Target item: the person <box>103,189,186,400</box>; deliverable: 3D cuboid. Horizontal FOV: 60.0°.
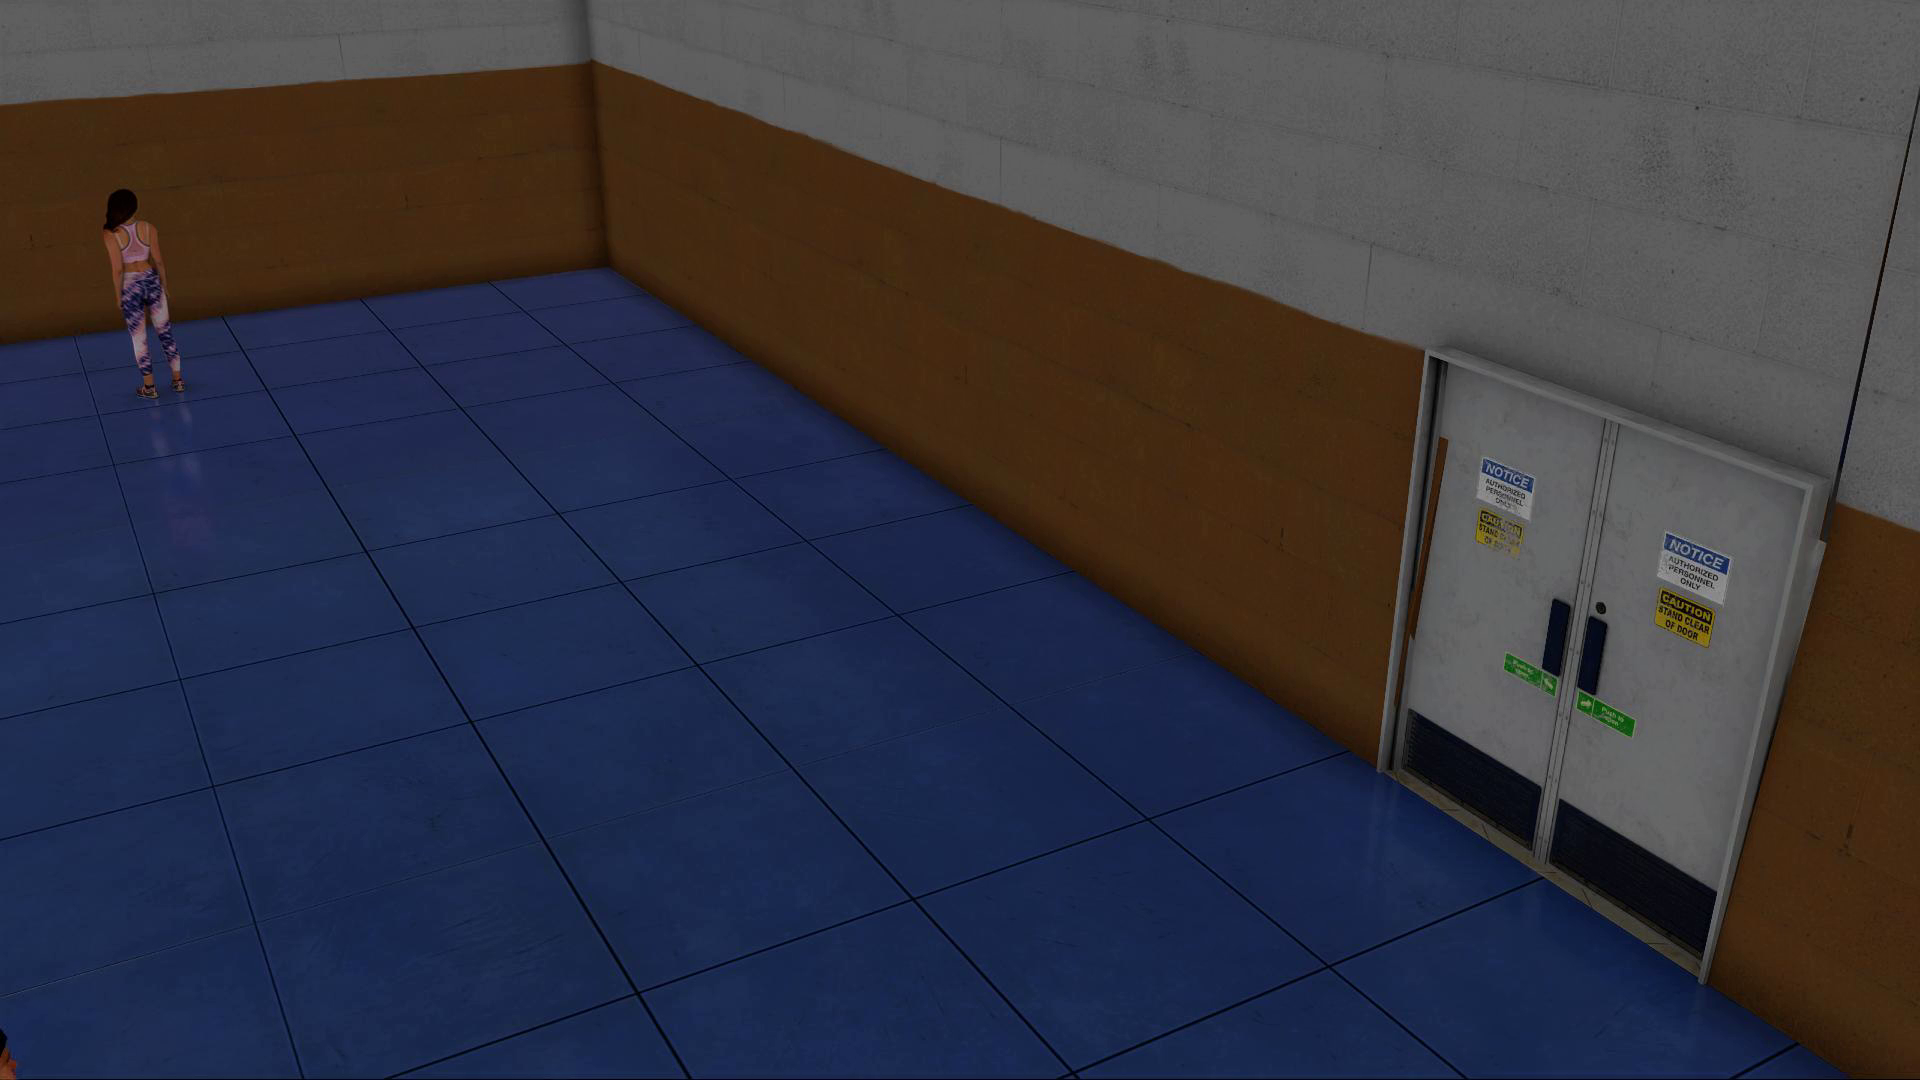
[{"bbox_3d":[-6.910,-2.086,14.042,0.705,1.767,0.553,21,31,40],"label":"person"}]
